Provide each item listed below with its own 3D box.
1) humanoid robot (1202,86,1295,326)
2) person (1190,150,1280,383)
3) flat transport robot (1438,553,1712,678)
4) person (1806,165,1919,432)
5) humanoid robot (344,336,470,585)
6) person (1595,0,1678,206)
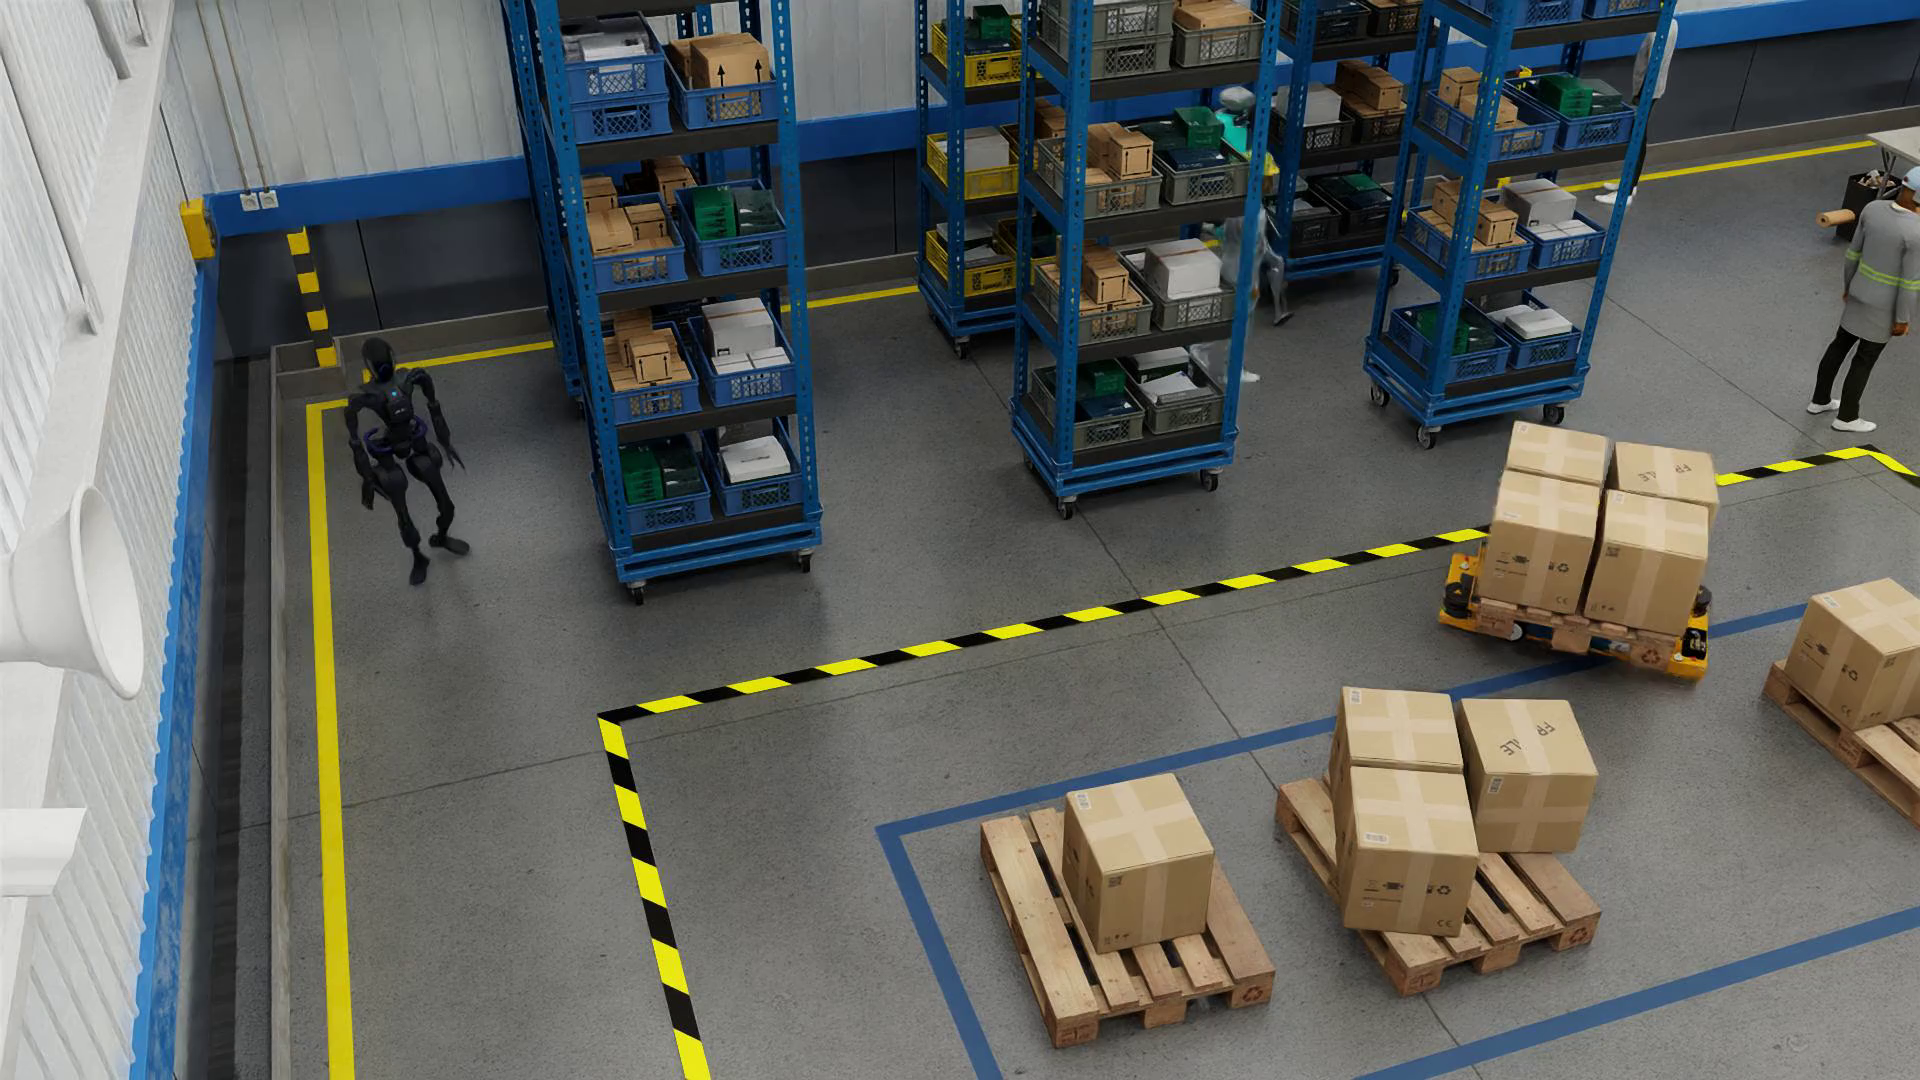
[{"bbox_3d":[2.166,-2.363,12.169,0.965,1.797,0.535,26,43,32],"label":"humanoid robot"},{"bbox_3d":[1.911,-1.856,11.410,0.434,1.732,0.498,-8,36,-11],"label":"person"},{"bbox_3d":[3.517,0.369,9.509,1.431,0.197,0.652,12,37,16],"label":"flat transport robot"},{"bbox_3d":[6.046,-1.586,10.935,0.397,1.847,0.587,-9,36,-12],"label":"person"},{"bbox_3d":[-3.176,-0.476,9.508,0.611,1.638,0.418,-28,44,-34],"label":"humanoid robot"},{"bbox_3d":[5.720,-3.730,13.962,0.329,1.865,0.505,20,40,26],"label":"person"}]
